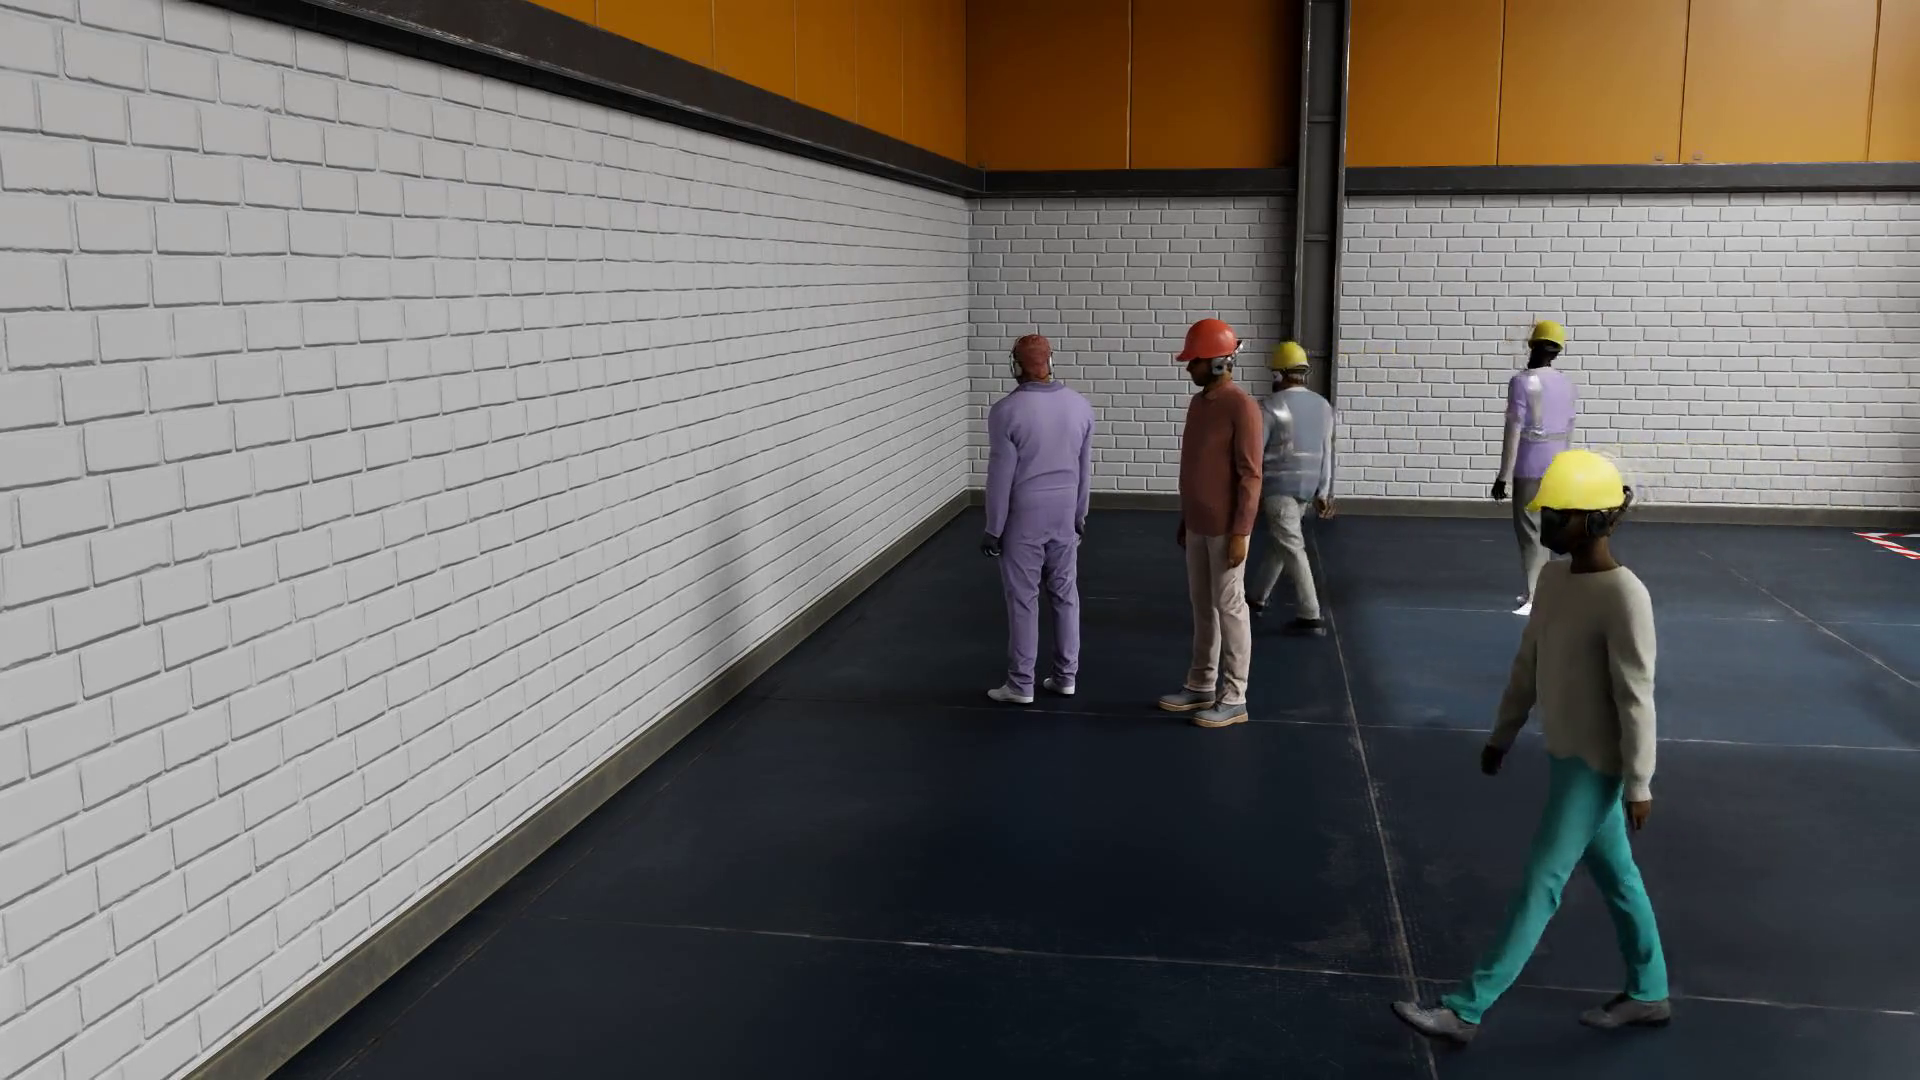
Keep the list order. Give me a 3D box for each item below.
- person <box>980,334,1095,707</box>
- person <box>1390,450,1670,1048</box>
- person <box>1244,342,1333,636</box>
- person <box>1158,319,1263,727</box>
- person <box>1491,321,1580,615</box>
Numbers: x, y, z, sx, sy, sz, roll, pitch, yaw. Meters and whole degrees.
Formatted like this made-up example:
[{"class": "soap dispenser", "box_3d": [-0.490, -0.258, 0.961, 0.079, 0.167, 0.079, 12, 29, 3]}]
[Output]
[{"class": "person", "box_3d": [0.375, -0.100, 8.546, 0.639, 1.902, 0.406, -6, 11, -33]}, {"class": "person", "box_3d": [1.678, 0.608, 4.706, 0.927, 1.720, 0.533, -1, 9, -3]}, {"class": "person", "box_3d": [1.982, -0.331, 10.335, 0.602, 1.784, 0.921, -6, 11, -34]}, {"class": "person", "box_3d": [1.236, -0.083, 8.164, 0.392, 1.988, 0.608, -3, 10, -20]}, {"class": "person", "box_3d": [3.745, -0.436, 10.762, 0.609, 1.913, 0.389, -7, 11, -35]}]
